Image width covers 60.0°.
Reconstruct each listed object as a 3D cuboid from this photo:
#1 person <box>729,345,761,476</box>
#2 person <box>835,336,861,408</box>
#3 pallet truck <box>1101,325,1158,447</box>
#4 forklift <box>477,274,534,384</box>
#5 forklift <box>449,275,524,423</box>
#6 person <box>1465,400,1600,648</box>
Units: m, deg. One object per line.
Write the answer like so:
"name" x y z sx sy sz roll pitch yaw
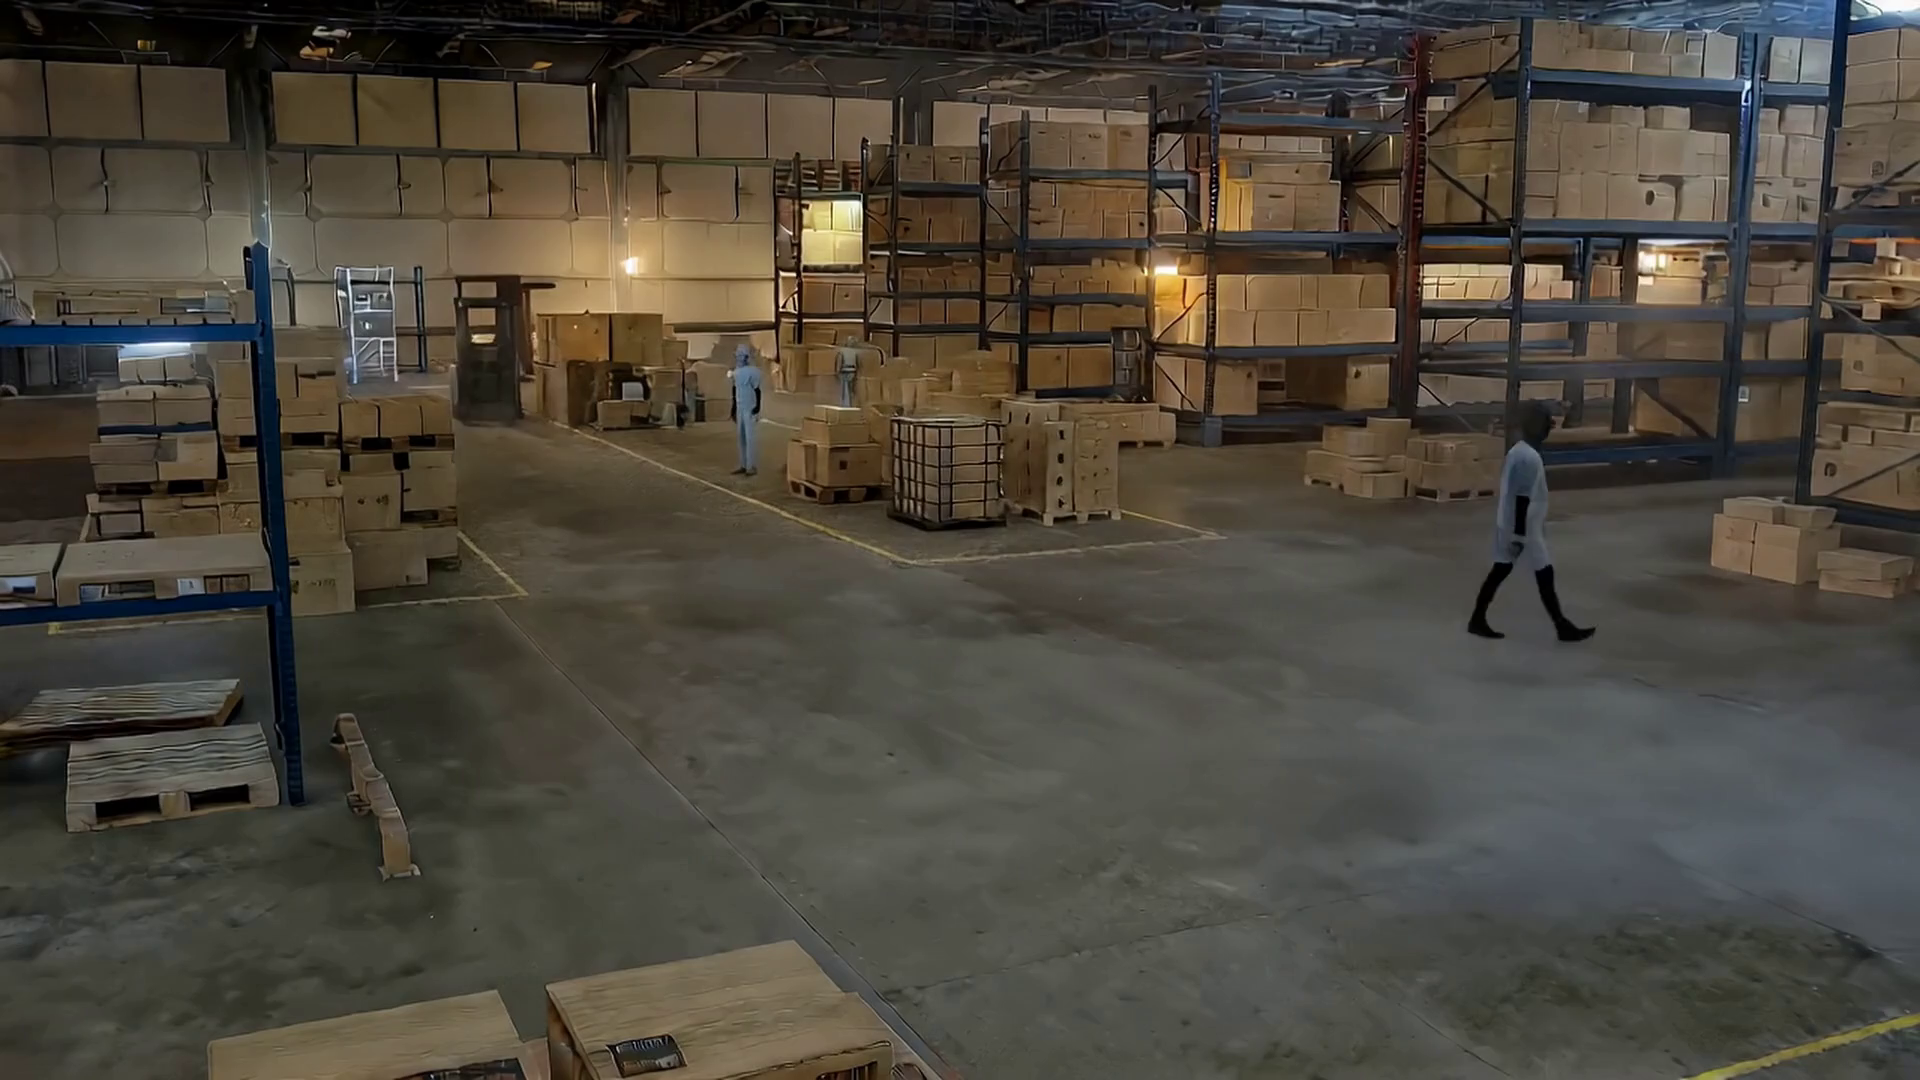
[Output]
"person" -3.057 -1.838 23.636 0.534 1.864 0.310 7 11 35
"person" -2.234 -3.273 33.255 0.548 1.622 0.429 -2 9 -15
"pallet truck" 2.881 -2.596 27.923 0.823 1.965 1.885 -1 9 -7
"forklift" -11.408 -5.365 42.370 1.873 2.768 1.129 -4 10 -25
"forklift" -9.261 -3.733 32.249 1.129 2.768 1.873 -4 10 -26
"person" 4.416 -0.123 12.837 0.990 1.910 0.628 1 9 9
